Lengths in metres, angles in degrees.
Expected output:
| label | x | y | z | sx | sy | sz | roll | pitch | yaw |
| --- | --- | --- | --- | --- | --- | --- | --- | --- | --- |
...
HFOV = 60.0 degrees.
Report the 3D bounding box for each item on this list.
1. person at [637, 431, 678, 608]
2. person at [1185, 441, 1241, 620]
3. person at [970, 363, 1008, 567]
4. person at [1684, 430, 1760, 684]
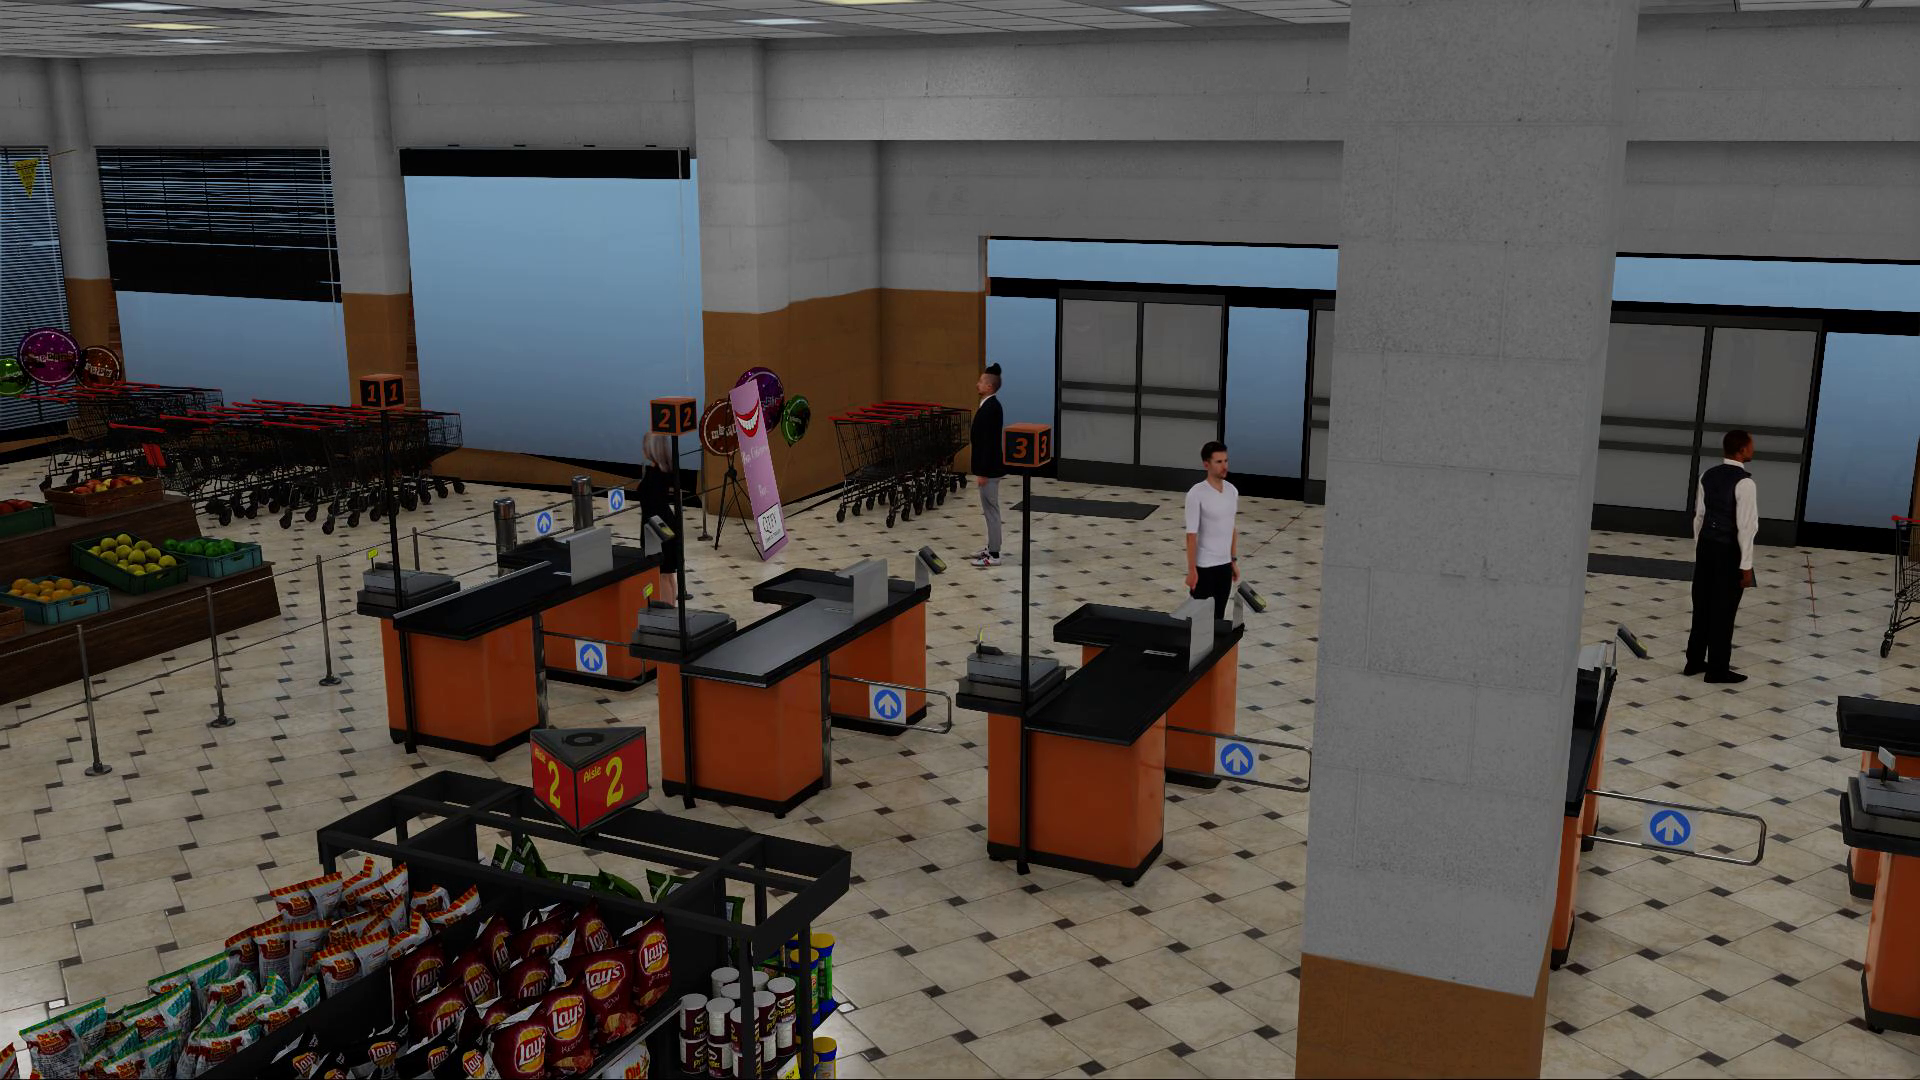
| label | x | y | z | sx | sy | sz | roll | pitch | yaw |
| --- | --- | --- | --- | --- | --- | --- | --- | --- | --- |
| person | -2.453 | -0.035 | 13.541 | 0.747 | 1.746 | 0.631 | 0 | 14 | 2 |
| person | 1.875 | 0.172 | 12.465 | 0.681 | 1.851 | 0.806 | -10 | 17 | -35 |
| person | 0.285 | -0.732 | 15.983 | 0.848 | 1.950 | 0.693 | 0 | 14 | 1 |
| person | 5.757 | 0.113 | 12.567 | 0.832 | 1.917 | 0.765 | -5 | 14 | -18 |
